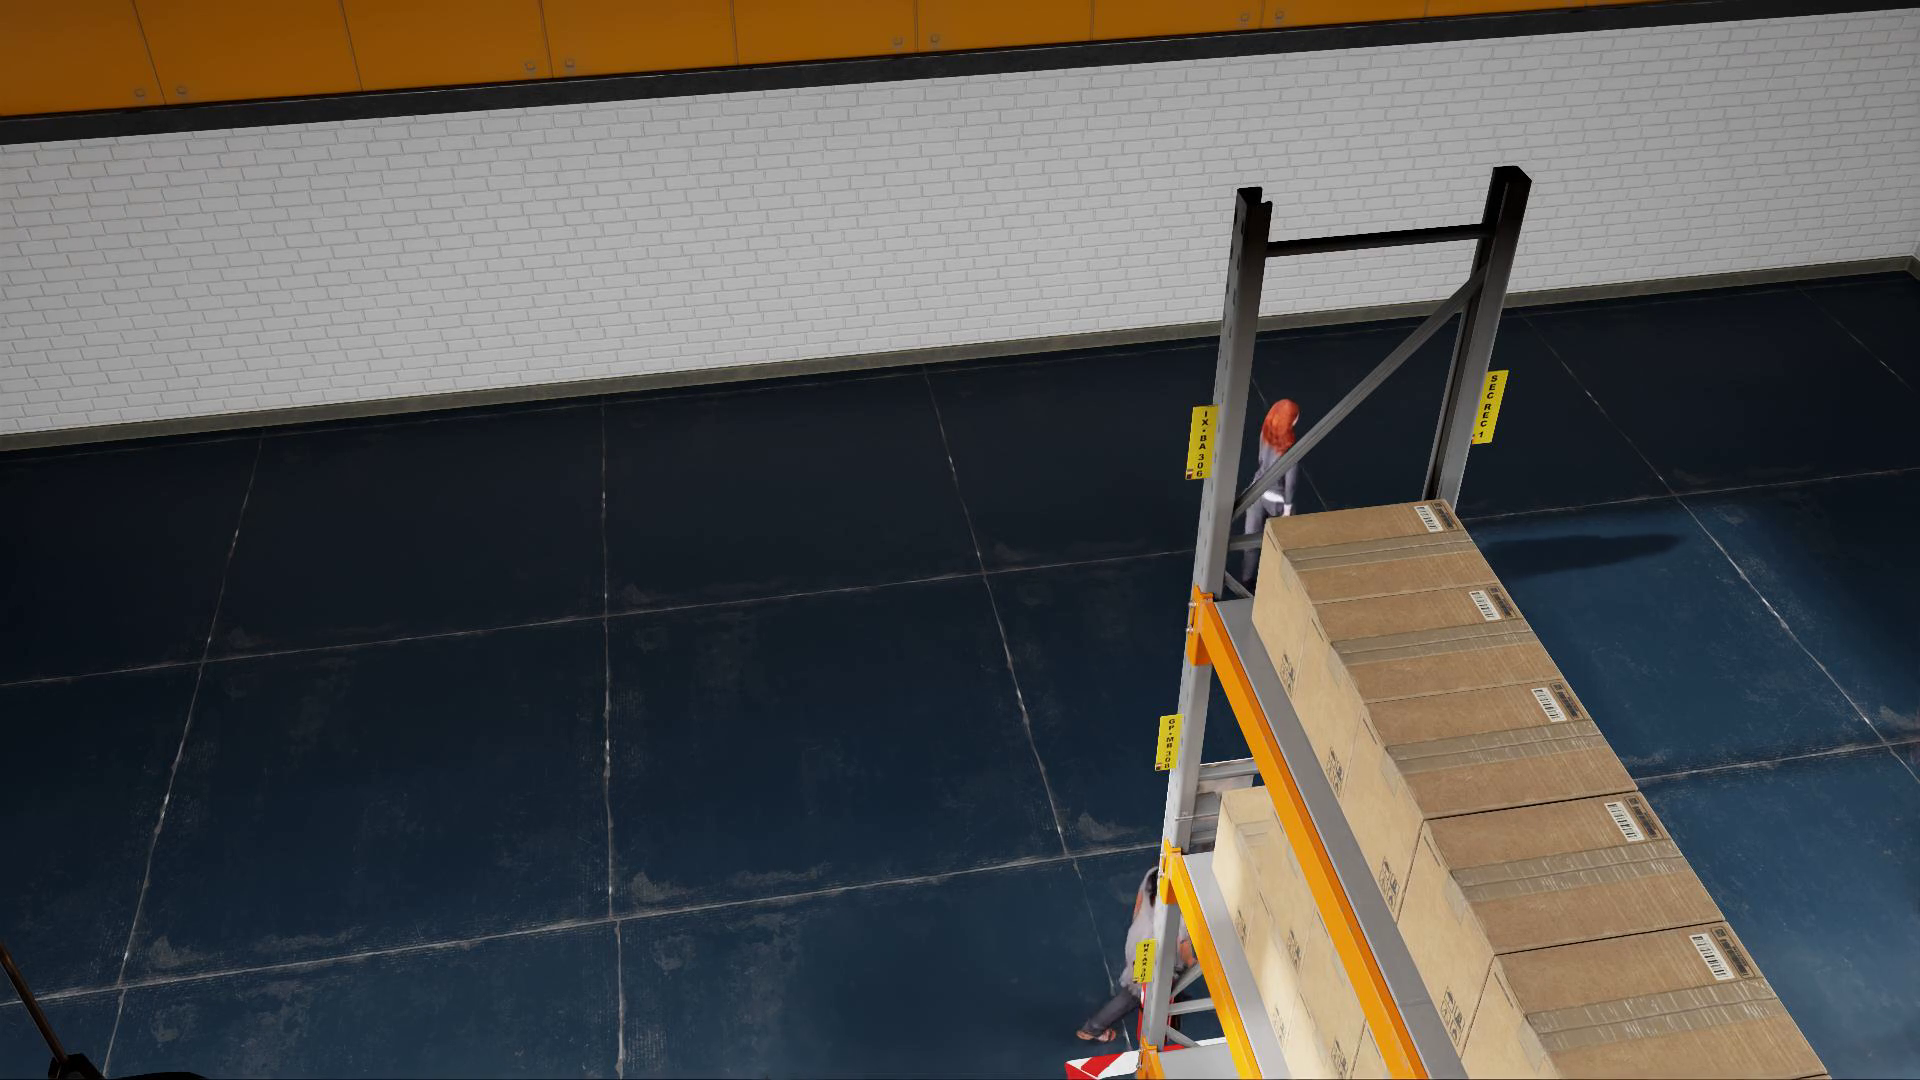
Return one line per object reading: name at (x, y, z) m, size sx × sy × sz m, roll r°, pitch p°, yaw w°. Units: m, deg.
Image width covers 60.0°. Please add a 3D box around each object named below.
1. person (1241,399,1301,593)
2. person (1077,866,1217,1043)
person at (2.305, -0.274, 12.634) m, size 0.880 × 1.759 × 0.900 m, roll -23°, pitch 44°, yaw -26°
person at (1.047, 2.358, 9.497) m, size 0.745 × 1.561 × 1.068 m, roll -4°, pitch 39°, yaw -5°
